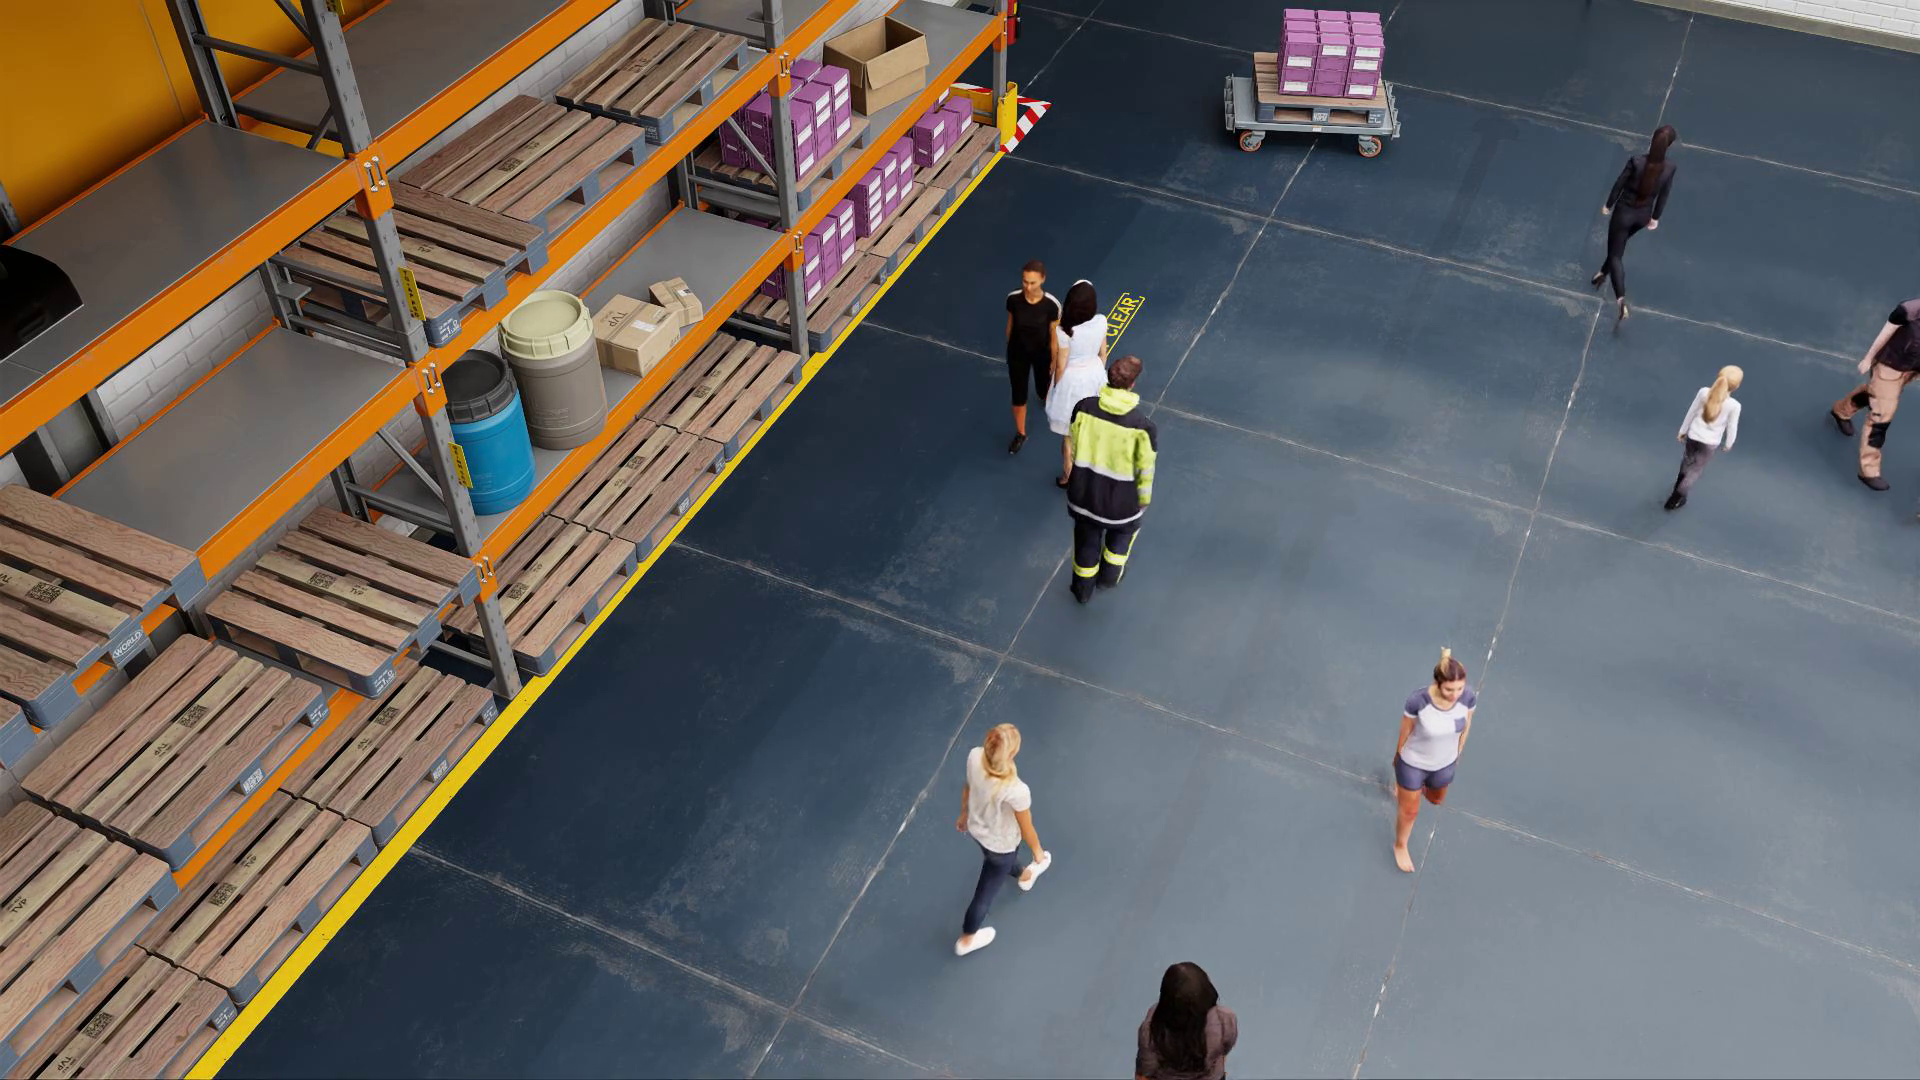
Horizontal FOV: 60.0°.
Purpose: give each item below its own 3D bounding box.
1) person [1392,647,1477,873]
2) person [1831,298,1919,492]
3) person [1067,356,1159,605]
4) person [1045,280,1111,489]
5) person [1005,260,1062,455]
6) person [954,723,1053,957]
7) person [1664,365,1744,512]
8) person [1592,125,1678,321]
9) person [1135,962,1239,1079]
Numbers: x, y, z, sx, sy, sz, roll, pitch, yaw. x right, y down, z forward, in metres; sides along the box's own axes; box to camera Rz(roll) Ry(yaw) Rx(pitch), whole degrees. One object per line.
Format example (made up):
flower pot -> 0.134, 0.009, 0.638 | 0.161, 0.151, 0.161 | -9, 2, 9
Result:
person -> 2.721, 1.224, 9.760 | 0.835, 1.603, 0.971 | -4, 44, -5
person -> 6.912, -1.346, 12.325 | 1.126, 1.784, 1.314 | -5, 44, -5
person -> 0.957, -0.321, 11.125 | 0.799, 1.955, 0.711 | 12, 45, 13
person -> 0.866, -1.090, 12.036 | 0.856, 1.813, 0.918 | -16, 46, -16
person -> 0.573, -1.455, 12.536 | 0.598, 1.652, 0.926 | 16, 46, 16
person -> 0.114, 1.688, 9.144 | 1.156, 1.780, 0.955 | -28, 50, -26
person -> 5.345, -0.709, 12.033 | 0.746, 1.265, 0.638 | -31, 52, -28
person -> 5.548, -2.591, 13.714 | 0.898, 1.672, 1.159 | -2, 44, -2
person -> 1.100, 2.695, 8.065 | 0.970, 1.809, 1.218 | -1, 44, -1
